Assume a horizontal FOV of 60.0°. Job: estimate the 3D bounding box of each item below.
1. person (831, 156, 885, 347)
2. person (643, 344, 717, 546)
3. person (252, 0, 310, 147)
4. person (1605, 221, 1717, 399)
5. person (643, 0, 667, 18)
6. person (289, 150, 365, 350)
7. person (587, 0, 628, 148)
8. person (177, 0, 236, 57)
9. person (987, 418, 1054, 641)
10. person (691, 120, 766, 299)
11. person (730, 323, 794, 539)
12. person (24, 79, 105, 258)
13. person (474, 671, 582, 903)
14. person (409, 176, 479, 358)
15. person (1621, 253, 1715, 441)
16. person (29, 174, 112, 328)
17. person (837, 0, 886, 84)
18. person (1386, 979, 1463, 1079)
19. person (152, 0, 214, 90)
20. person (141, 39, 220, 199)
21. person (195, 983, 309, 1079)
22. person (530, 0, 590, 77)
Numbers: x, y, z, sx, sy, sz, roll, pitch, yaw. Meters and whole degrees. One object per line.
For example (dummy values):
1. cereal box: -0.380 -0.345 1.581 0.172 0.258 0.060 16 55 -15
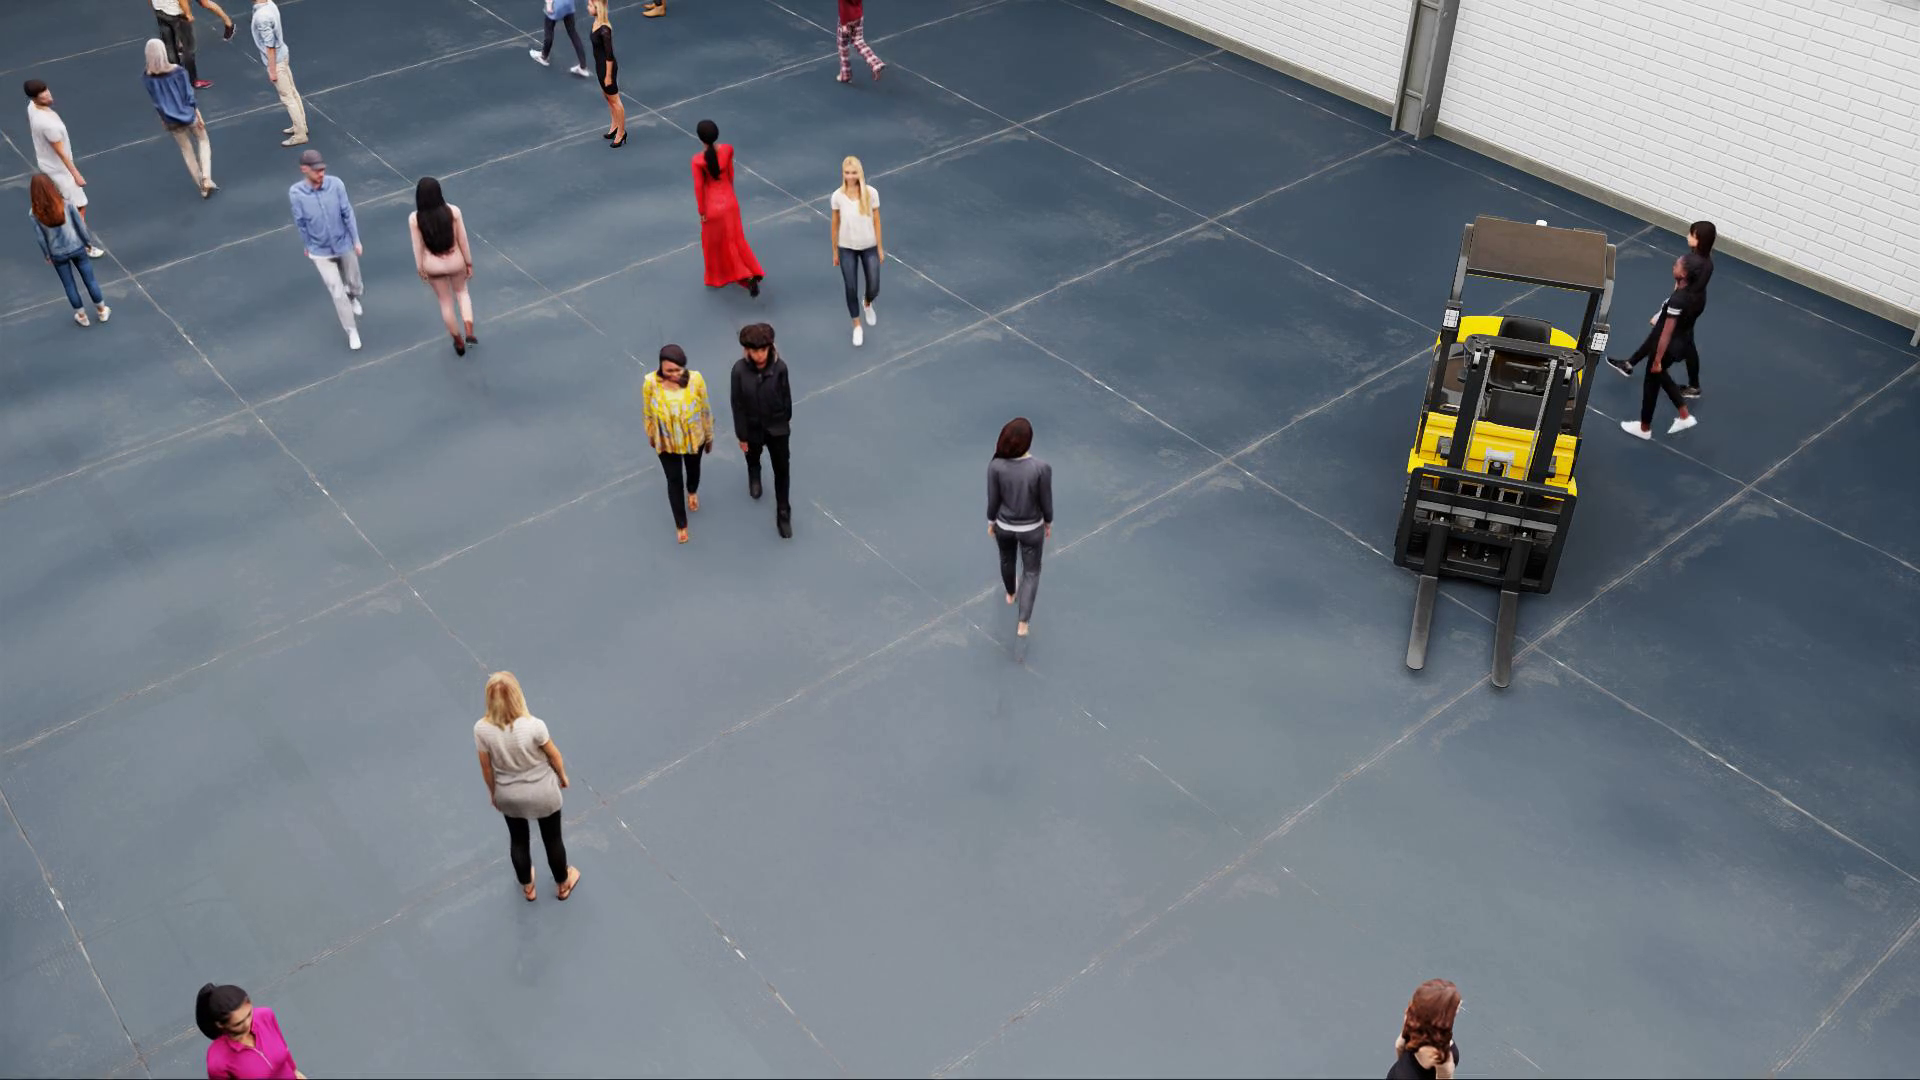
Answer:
1. person: -0.917 -2.625 14.891 0.785 1.800 0.848 -3 39 -4
2. person: -2.146 -0.829 12.790 0.971 1.617 1.145 -8 39 -10
3. person: -7.435 -5.227 18.113 0.796 1.847 0.682 -6 39 -7
4. person: 6.244 -1.916 14.164 1.130 1.600 0.859 16 41 19
5. person: -3.936 -7.533 21.108 0.765 1.711 0.677 -2 39 -2
6. person: -5.636 -2.652 14.874 0.779 1.864 1.007 -19 42 -22
7. person: -3.843 -5.119 18.113 0.659 1.677 0.494 -15 41 -18
8. person: -9.368 -6.862 20.200 1.233 1.797 0.932 21 43 24
9. person: 0.417 -0.063 11.728 1.061 1.745 1.084 6 39 7
10. person: -2.182 -3.035 15.446 0.636 1.758 1.035 -26 45 -28
11. person: -1.543 -0.950 12.839 0.961 1.744 1.219 -8 39 -10
12. person: -8.810 -3.639 16.146 0.478 1.820 0.916 24 44 27
13. person: -2.524 1.480 9.730 0.692 1.827 0.716 -4 39 -4
14. person: -4.514 -2.352 14.621 0.682 1.711 0.694 -17 42 -20
15. person: 5.888 -1.540 13.596 0.811 1.721 0.671 28 47 31
16. person: -8.150 -2.644 15.174 0.596 1.476 0.538 -20 43 -24
17. person: -1.195 -6.075 19.306 0.958 1.682 0.775 22 44 25
18. person: 2.226 2.746 8.208 0.718 1.748 0.588 -11 40 -13
19. person: -9.233 -6.140 19.320 0.650 1.777 0.878 7 39 8
20. person: -8.011 -4.267 17.052 0.750 1.680 0.788 -4 39 -5
21. person: -3.445 2.766 8.229 0.705 1.700 0.681 15 41 17
22. person: -4.635 -6.306 19.524 1.158 1.770 0.890 21 43 24
